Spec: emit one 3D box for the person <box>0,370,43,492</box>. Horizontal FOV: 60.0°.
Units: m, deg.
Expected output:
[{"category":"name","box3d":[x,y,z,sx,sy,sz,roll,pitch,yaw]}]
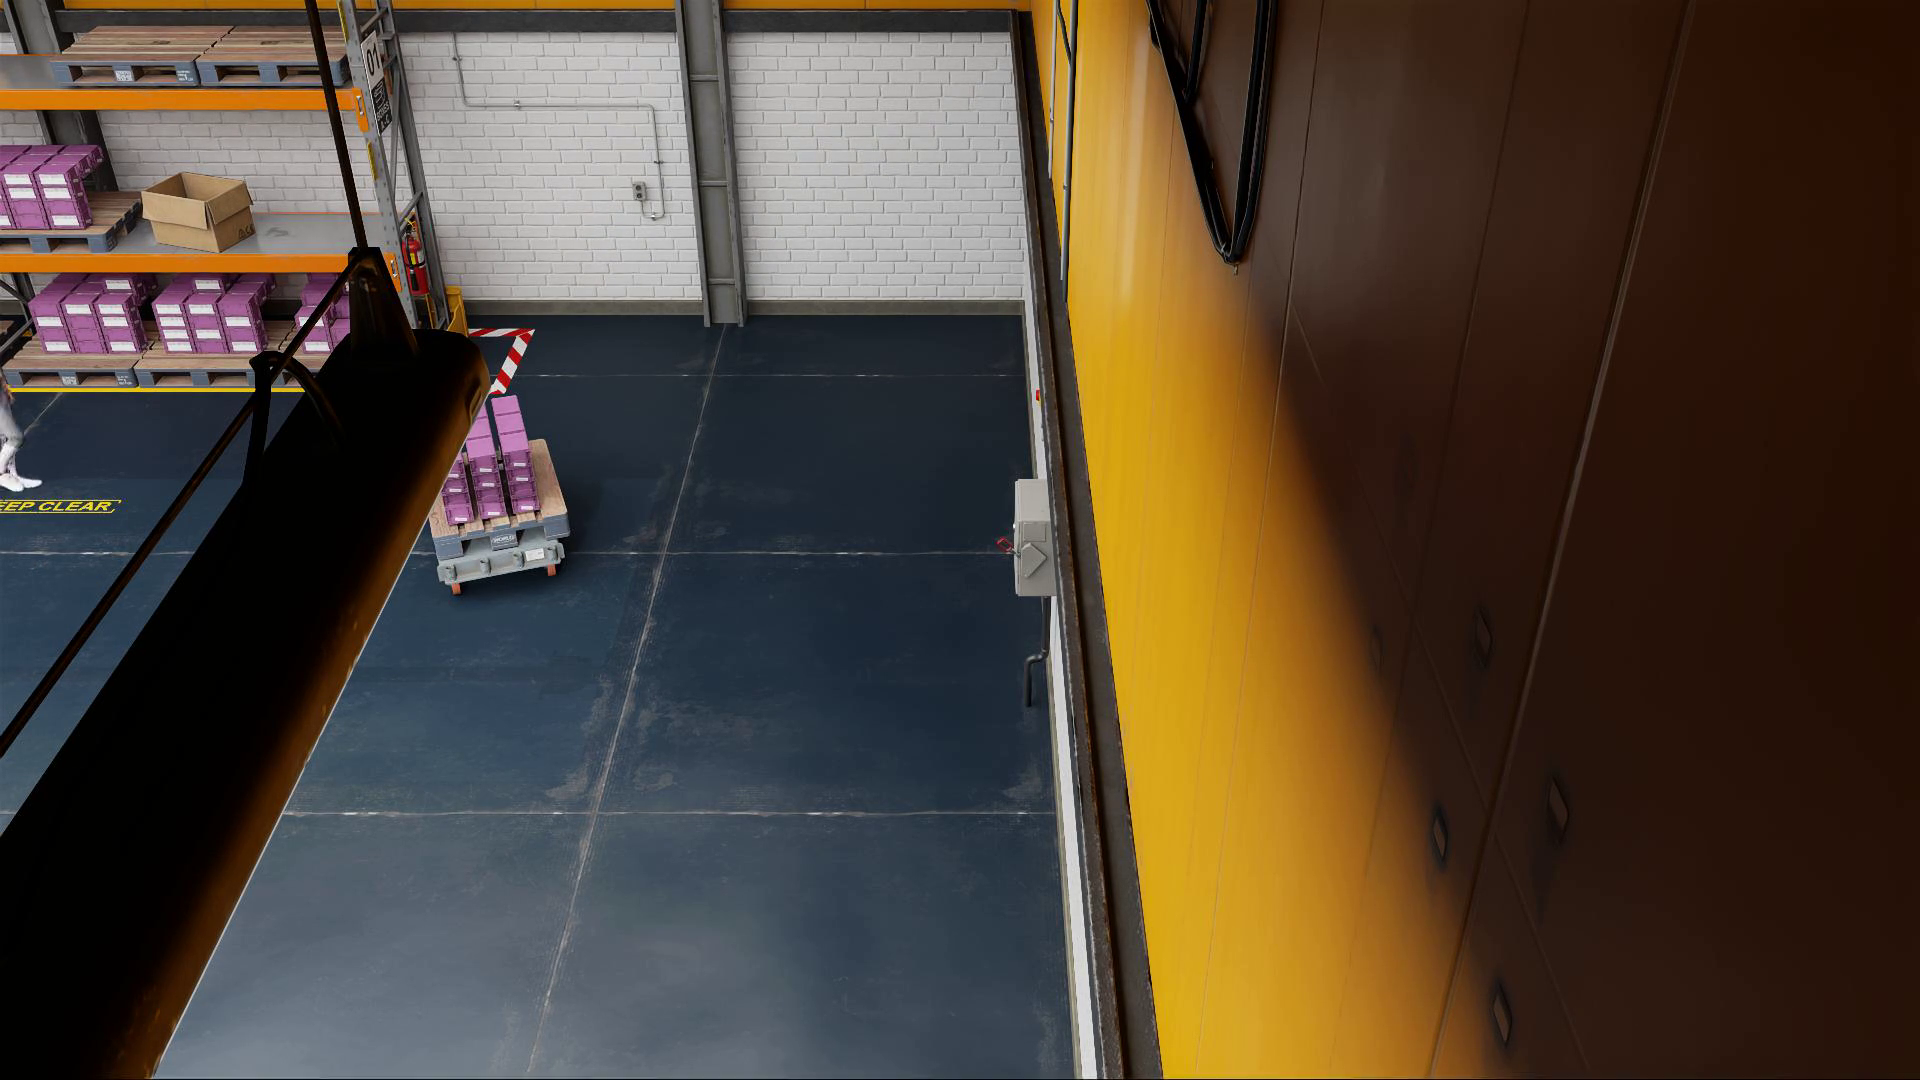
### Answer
[{"category":"person","box3d":[-7.983,-1.126,13.548,0.662,1.693,0.640,-5,34,-8]}]
